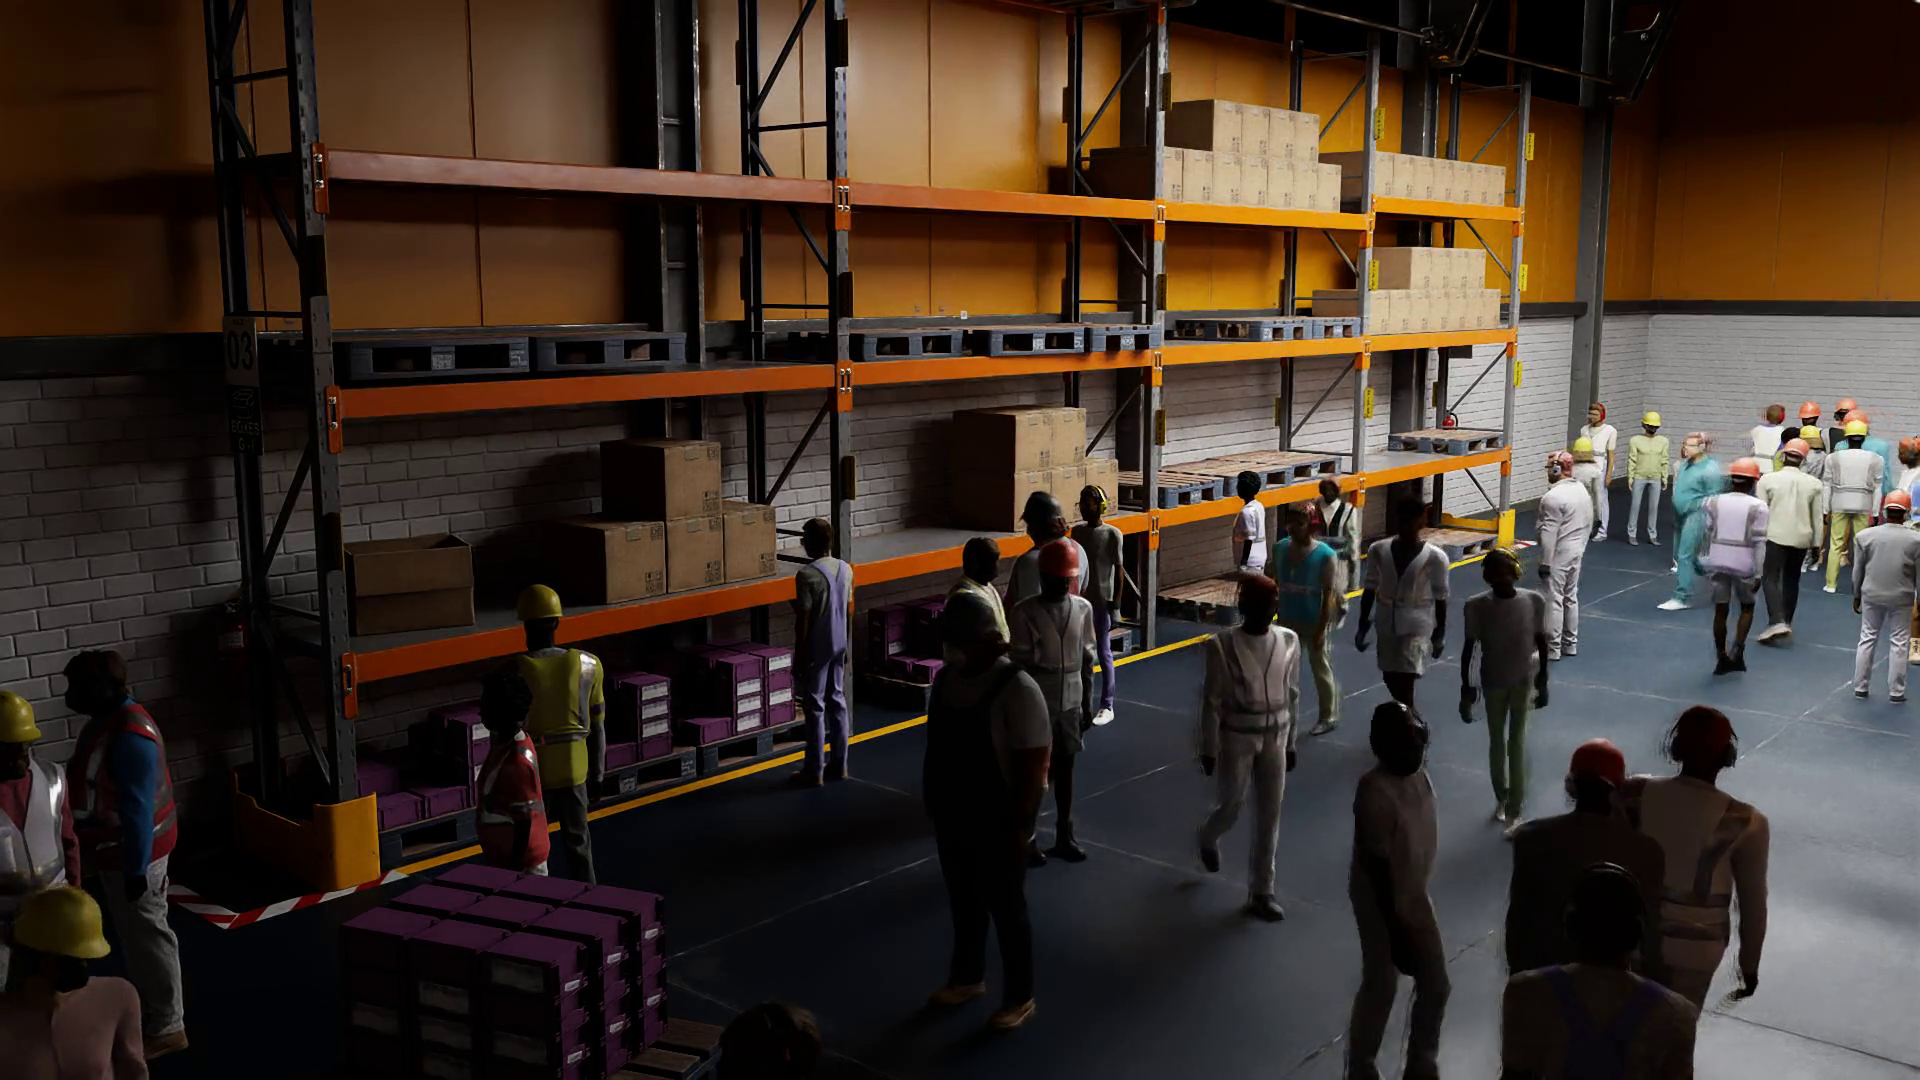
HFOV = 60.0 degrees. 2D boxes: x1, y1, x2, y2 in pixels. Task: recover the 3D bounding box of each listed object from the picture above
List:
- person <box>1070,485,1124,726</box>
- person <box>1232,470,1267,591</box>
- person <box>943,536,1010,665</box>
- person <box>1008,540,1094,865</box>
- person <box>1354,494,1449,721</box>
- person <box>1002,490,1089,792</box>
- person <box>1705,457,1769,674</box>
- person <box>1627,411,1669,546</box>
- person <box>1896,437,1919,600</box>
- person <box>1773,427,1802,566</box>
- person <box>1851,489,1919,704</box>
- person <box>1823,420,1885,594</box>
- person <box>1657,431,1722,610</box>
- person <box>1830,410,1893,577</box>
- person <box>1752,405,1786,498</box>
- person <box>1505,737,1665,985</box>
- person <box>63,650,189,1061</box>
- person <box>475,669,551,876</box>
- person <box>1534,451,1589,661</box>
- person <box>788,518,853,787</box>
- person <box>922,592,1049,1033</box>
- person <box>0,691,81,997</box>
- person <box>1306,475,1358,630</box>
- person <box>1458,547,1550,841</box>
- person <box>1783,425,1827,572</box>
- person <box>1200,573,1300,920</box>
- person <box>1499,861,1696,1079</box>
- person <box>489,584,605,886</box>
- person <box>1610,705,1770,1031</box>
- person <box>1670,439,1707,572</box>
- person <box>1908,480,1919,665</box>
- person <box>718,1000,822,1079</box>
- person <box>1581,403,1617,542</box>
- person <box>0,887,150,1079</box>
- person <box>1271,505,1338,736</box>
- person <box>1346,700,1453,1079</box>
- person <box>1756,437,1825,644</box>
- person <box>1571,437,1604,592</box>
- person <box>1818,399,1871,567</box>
[{"bbox_3d":[1.022,0.500,12.905,0.531,1.870,0.318,7,11,40],"label":"person"},{"bbox_3d":[2.667,0.202,15.378,0.317,1.695,0.540,3,9,21],"label":"person"},{"bbox_3d":[0.115,0.888,10.498,0.430,1.840,0.625,2,9,13],"label":"person"},{"bbox_3d":[0.551,0.954,9.802,0.538,1.931,0.381,-4,9,-22],"label":"person"},{"bbox_3d":[3.218,0.608,12.020,0.601,1.929,0.948,7,11,36],"label":"person"},{"bbox_3d":[0.535,0.667,11.277,0.538,2.000,0.684,6,11,35],"label":"person"},{"bbox_3d":[6.762,0.229,14.527,0.540,1.914,0.433,8,12,41],"label":"person"},{"bbox_3d":[8.925,-0.791,21.586,0.525,1.760,0.341,0,9,3],"label":"person"},{"bbox_3d":[9.615,-0.111,16.846,0.473,1.867,0.592,2,9,12],"label":"person"},{"bbox_3d":[9.953,-0.525,20.082,0.320,1.693,0.534,1,9,5],"label":"person"},{"bbox_3d":[7.595,0.456,13.587,0.566,1.744,0.350,8,12,41],"label":"person"},{"bbox_3d":[9.768,-0.351,18.236,0.587,1.920,0.397,4,10,25],"label":"person"},{"bbox_3d":[7.694,-0.203,17.364,0.710,1.889,0.655,0,9,-1],"label":"person"},{"bbox_3d":[10.343,-0.518,19.180,0.667,1.956,0.640,-5,10,-30],"label":"person"},{"bbox_3d":[10.713,-0.873,21.907,0.582,1.816,0.561,-5,10,-30],"label":"person"},{"bbox_3d":[2.305,1.618,6.210,0.574,1.716,0.738,6,11,33],"label":"person"},{"bbox_3d":[-3.706,1.382,7.367,0.433,1.835,0.632,-7,11,-36],"label":"person"},{"bbox_3d":[-2.017,1.422,7.513,0.319,1.697,0.533,-3,9,-20],"label":"person"},{"bbox_3d":[5.432,0.142,15.128,0.649,1.899,0.398,-9,12,-44],"label":"person"},{"bbox_3d":[-0.940,0.762,11.337,0.355,1.836,0.513,7,11,39],"label":"person"},{"bbox_3d":[0.068,1.225,7.677,0.538,2.000,0.697,-8,12,-43],"label":"person"},{"bbox_3d":[-3.792,1.495,6.649,0.404,1.826,0.595,6,10,32],"label":"person"},{"bbox_3d":[3.540,0.165,15.870,0.524,1.626,0.547,3,9,21],"label":"person"},{"bbox_3d":[3.382,0.929,10.321,0.535,1.806,0.803,3,9,17],"label":"person"},{"bbox_3d":[10.023,-0.489,19.693,0.484,1.743,0.298,-5,10,-29],"label":"person"},{"bbox_3d":[1.574,1.089,9.124,0.589,1.865,0.730,-3,9,-17],"label":"person"},{"bbox_3d":[1.767,1.787,4.704,0.560,1.831,0.425,3,9,16],"label":"person"},{"bbox_3d":[-2.084,1.176,8.394,0.591,1.919,0.397,-5,10,-30],"label":"person"},{"bbox_3d":[2.752,1.530,6.329,0.896,1.839,0.587,-8,12,-42],"label":"person"},{"bbox_3d":[8.756,-0.439,19.848,0.504,1.597,0.847,8,12,40],"label":"person"},{"bbox_3d":[8.790,0.114,14.833,0.605,2.045,0.376,2,9,13],"label":"person"},{"bbox_3d":[-0.383,1.927,3.830,0.348,1.838,0.501,-5,10,-31],"label":"person"},{"bbox_3d":[8.423,-0.893,21.994,0.387,1.838,0.563,-4,10,-25],"label":"person"},{"bbox_3d":[-2.651,1.822,4.837,0.693,1.730,0.540,8,12,41],"label":"person"},{"bbox_3d":[2.522,0.624,12.361,0.575,1.784,0.984,8,12,43],"label":"person"},{"bbox_3d":[1.776,1.498,6.716,0.614,1.795,0.516,-8,12,-41],"label":"person"},{"bbox_3d":[7.910,0.014,15.823,0.640,1.958,0.813,1,9,6],"label":"person"},{"bbox_3d":[6.883,-0.288,18.449,0.500,1.711,0.729,6,11,35],"label":"person"},{"bbox_3d":[10.599,-0.686,20.047,0.613,2.033,0.411,5,10,30],"label":"person"}]
